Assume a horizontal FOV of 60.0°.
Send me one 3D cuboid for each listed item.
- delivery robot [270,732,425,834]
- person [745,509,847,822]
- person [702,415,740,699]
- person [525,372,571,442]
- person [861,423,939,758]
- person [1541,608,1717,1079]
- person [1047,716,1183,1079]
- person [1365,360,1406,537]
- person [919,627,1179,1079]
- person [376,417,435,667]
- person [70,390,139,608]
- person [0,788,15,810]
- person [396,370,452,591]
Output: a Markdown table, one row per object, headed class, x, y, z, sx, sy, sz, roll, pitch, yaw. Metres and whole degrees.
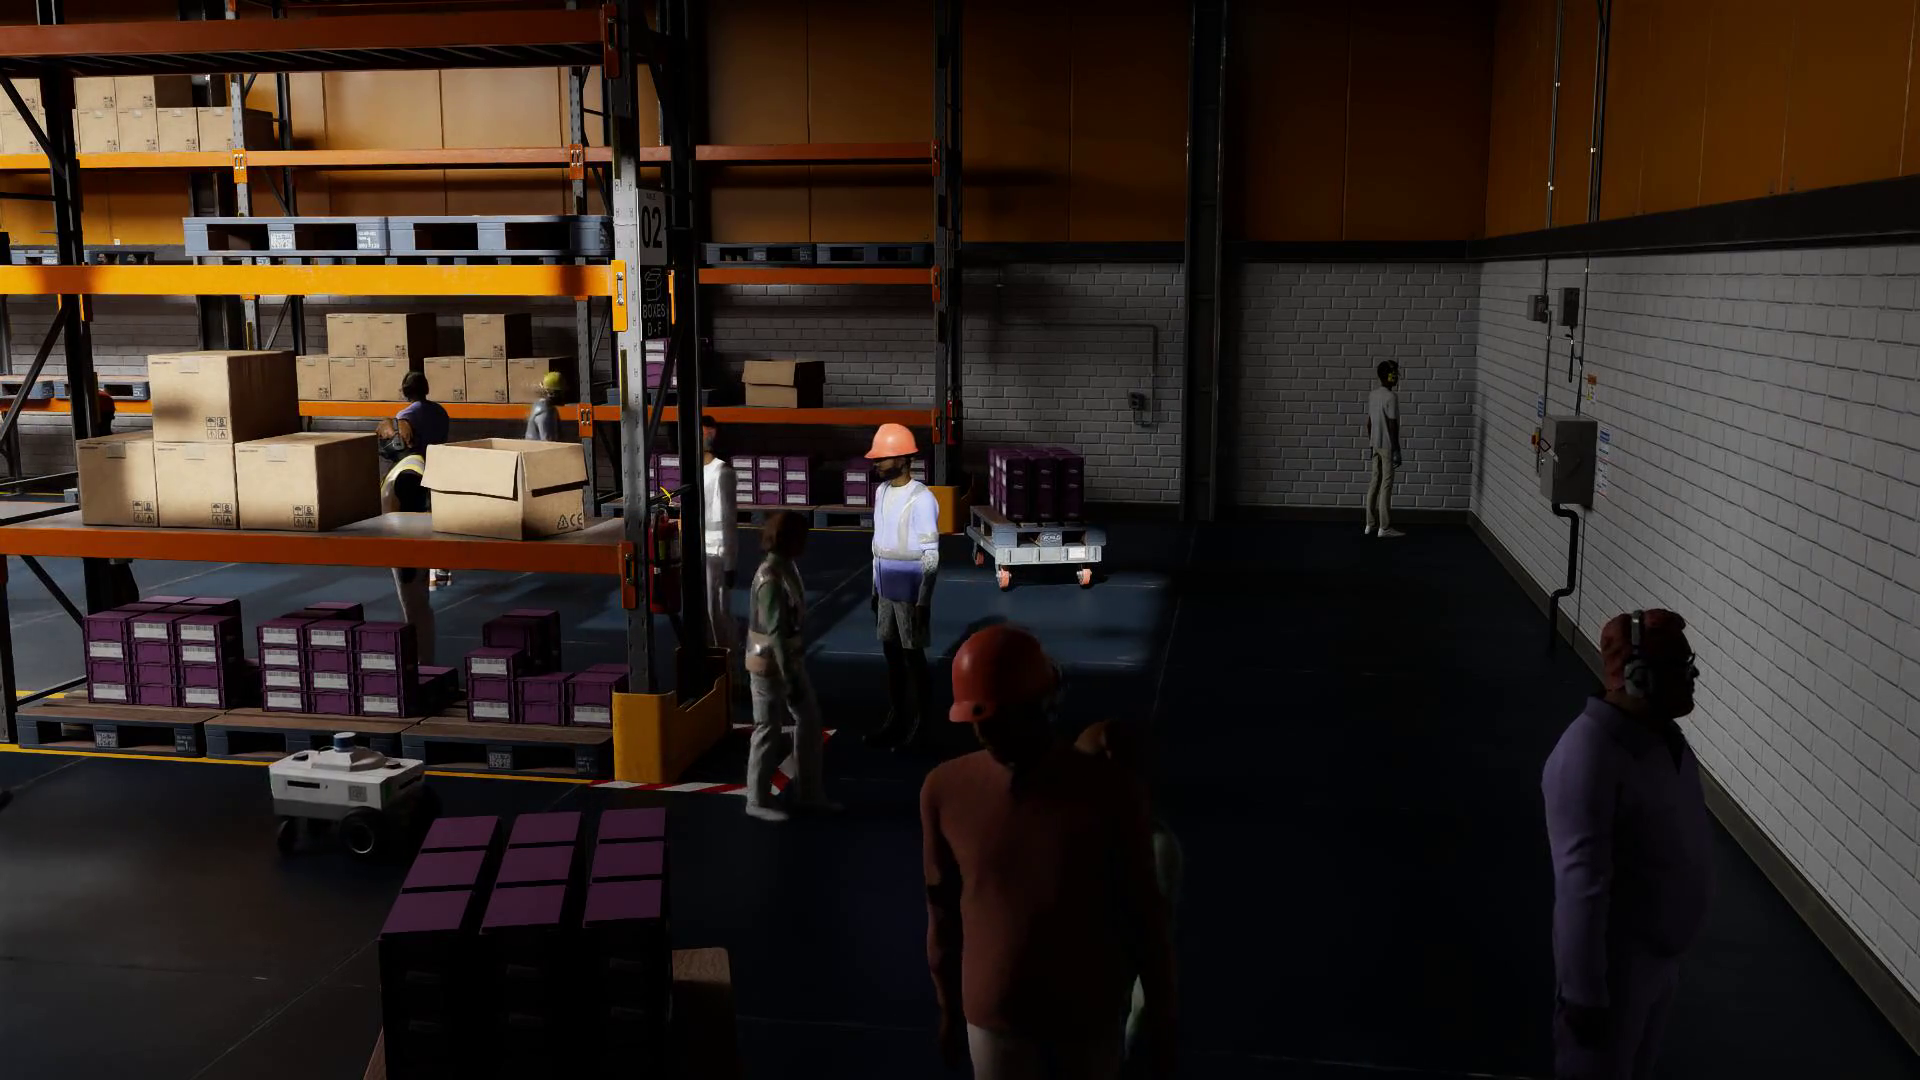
| class | x | y | z | sx | sy | sz | roll | pitch | yaw |
| --- | --- | --- | --- | --- | --- | --- | --- | --- | --- |
| delivery robot | -2.977 | 1.178 | 8.082 | 0.707 | 0.478 | 0.477 | 3 | 10 | 16 |
| person | -0.850 | 0.652 | 8.370 | 0.516 | 1.623 | 0.553 | 2 | 9 | 11 |
| person | -1.637 | 0.120 | 10.865 | 0.355 | 1.877 | 0.575 | -7 | 12 | -38 |
| person | -4.129 | -0.804 | 16.866 | 0.802 | 1.785 | 0.595 | -1 | 9 | -6 |
| person | -0.358 | 0.289 | 9.613 | 0.364 | 1.933 | 0.552 | -7 | 11 | -36 |
| person | 1.810 | 1.125 | 4.502 | 0.409 | 1.913 | 0.649 | 8 | 12 | 39 |
| person | 0.344 | 1.259 | 4.646 | 0.776 | 1.588 | 0.553 | -9 | 13 | -44 |
| person | 4.509 | -0.967 | 17.600 | 0.328 | 1.876 | 0.513 | -3 | 10 | -20 |
| person | 0.236 | 1.146 | 4.278 | 0.652 | 1.946 | 0.887 | 2 | 9 | 14 |
| person | -3.710 | 0.096 | 11.139 | 0.429 | 1.837 | 0.629 | -4 | 10 | -22 |
| person | -6.334 | -0.150 | 12.335 | 0.552 | 1.936 | 0.359 | 9 | 13 | 43 |
| person | -5.253 | 0.505 | 8.084 | 1.024 | 1.988 | 0.639 | 0 | 9 | -1 |
| person | -4.719 | -0.518 | 14.626 | 0.372 | 1.936 | 0.629 | 3 | 10 | 18 |
